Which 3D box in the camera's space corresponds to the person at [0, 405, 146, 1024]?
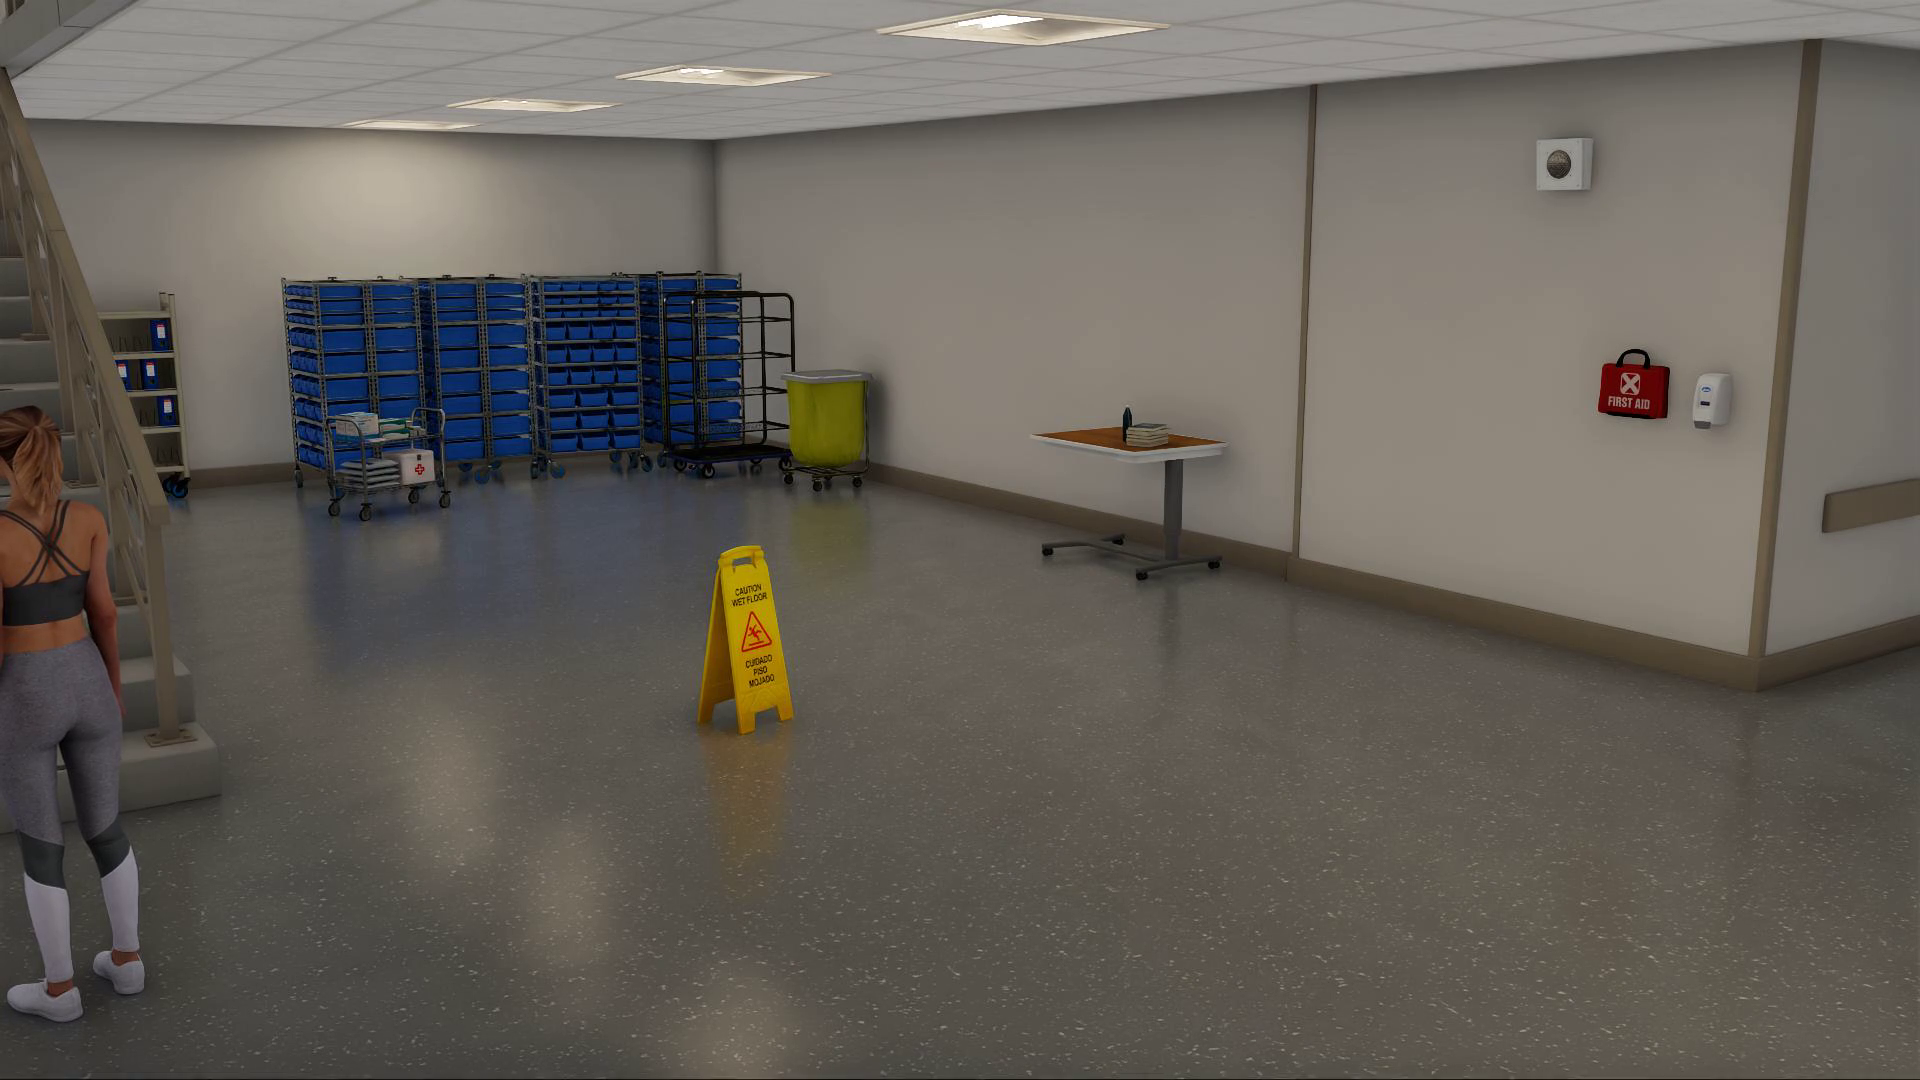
[{"bbox_3d":[-2.505,0.475,4.601,0.655,1.704,0.648,7,13,33],"label":"person"}]
